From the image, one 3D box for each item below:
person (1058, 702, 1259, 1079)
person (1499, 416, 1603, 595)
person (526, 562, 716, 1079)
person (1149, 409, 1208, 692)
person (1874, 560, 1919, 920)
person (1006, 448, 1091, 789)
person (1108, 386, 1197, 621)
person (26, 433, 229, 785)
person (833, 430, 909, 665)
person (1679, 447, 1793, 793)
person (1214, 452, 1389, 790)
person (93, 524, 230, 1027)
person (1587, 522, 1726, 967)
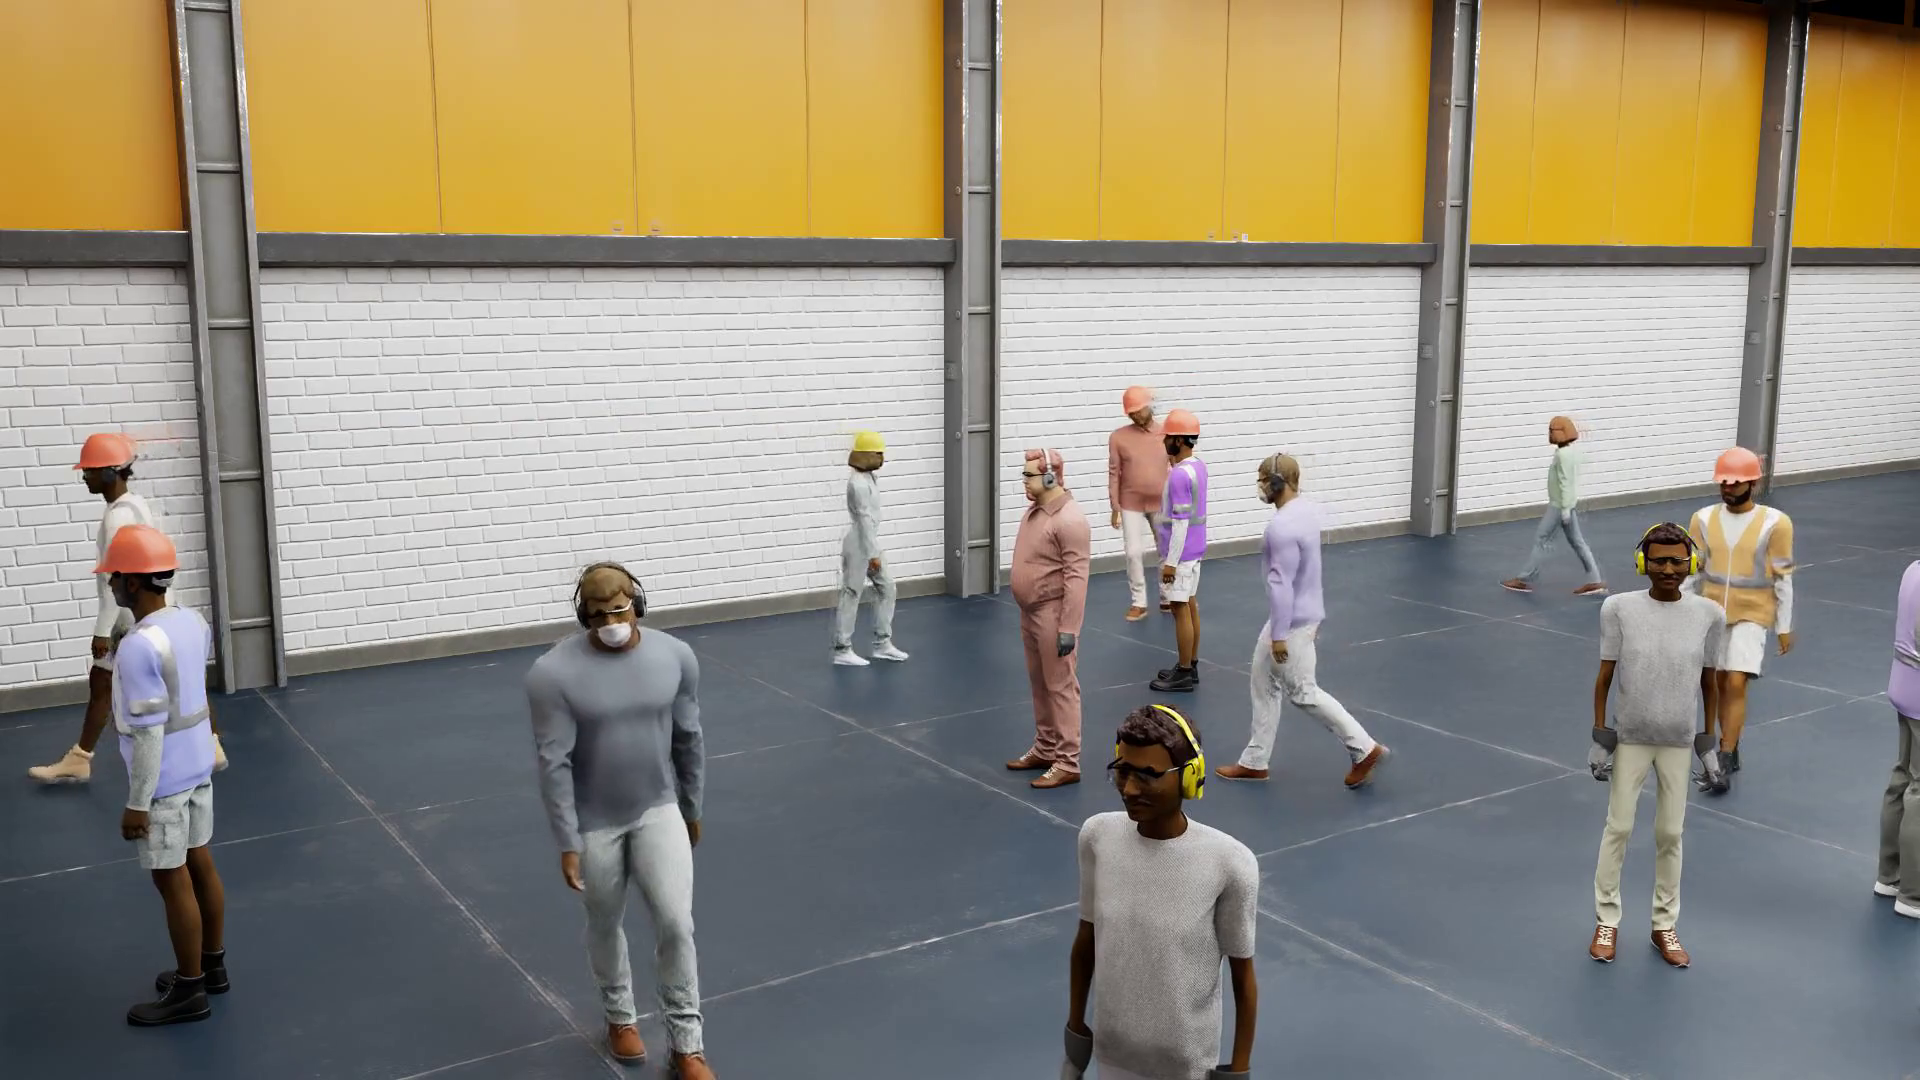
[{"bbox_3d":[0.475,1.311,4.122,0.532,1.871,0.321,6,11,32],"label":"person"},{"bbox_3d":[5.293,-0.302,14.685,0.878,1.589,0.515,4,10,25],"label":"person"},{"bbox_3d":[-1.161,1.012,5.840,0.643,1.891,0.846,-5,10,-25],"label":"person"},{"bbox_3d":[1.499,0.073,11.377,0.357,1.938,0.545,3,10,20],"label":"person"},{"bbox_3d":[4.362,0.738,7.428,0.376,1.918,0.584,2,10,13],"label":"person"},{"bbox_3d":[0.476,0.430,9.327,0.402,1.904,0.652,-3,10,-19],"label":"person"},{"bbox_3d":[1.592,-0.298,13.626,0.775,1.948,0.557,-1,9,-3],"label":"person"},{"bbox_3d":[-4.670,0.396,9.292,1.042,1.989,0.628,-4,10,-23],"label":"person"},{"bbox_3d":[-0.628,0.071,12.043,0.670,1.721,0.486,1,10,8],"label":"person"},{"bbox_3d":[4.243,0.442,9.240,0.829,1.902,0.585,-9,13,-42],"label":"person"},{"bbox_3d":[1.928,0.461,9.210,0.922,1.894,0.643,3,10,18],"label":"person"},{"bbox_3d":[-3.074,0.899,6.398,0.366,1.939,0.542,0,9,-2],"label":"person"},{"bbox_3d":[2.895,0.846,6.927,0.518,1.872,0.326,2,10,11],"label":"person"}]
